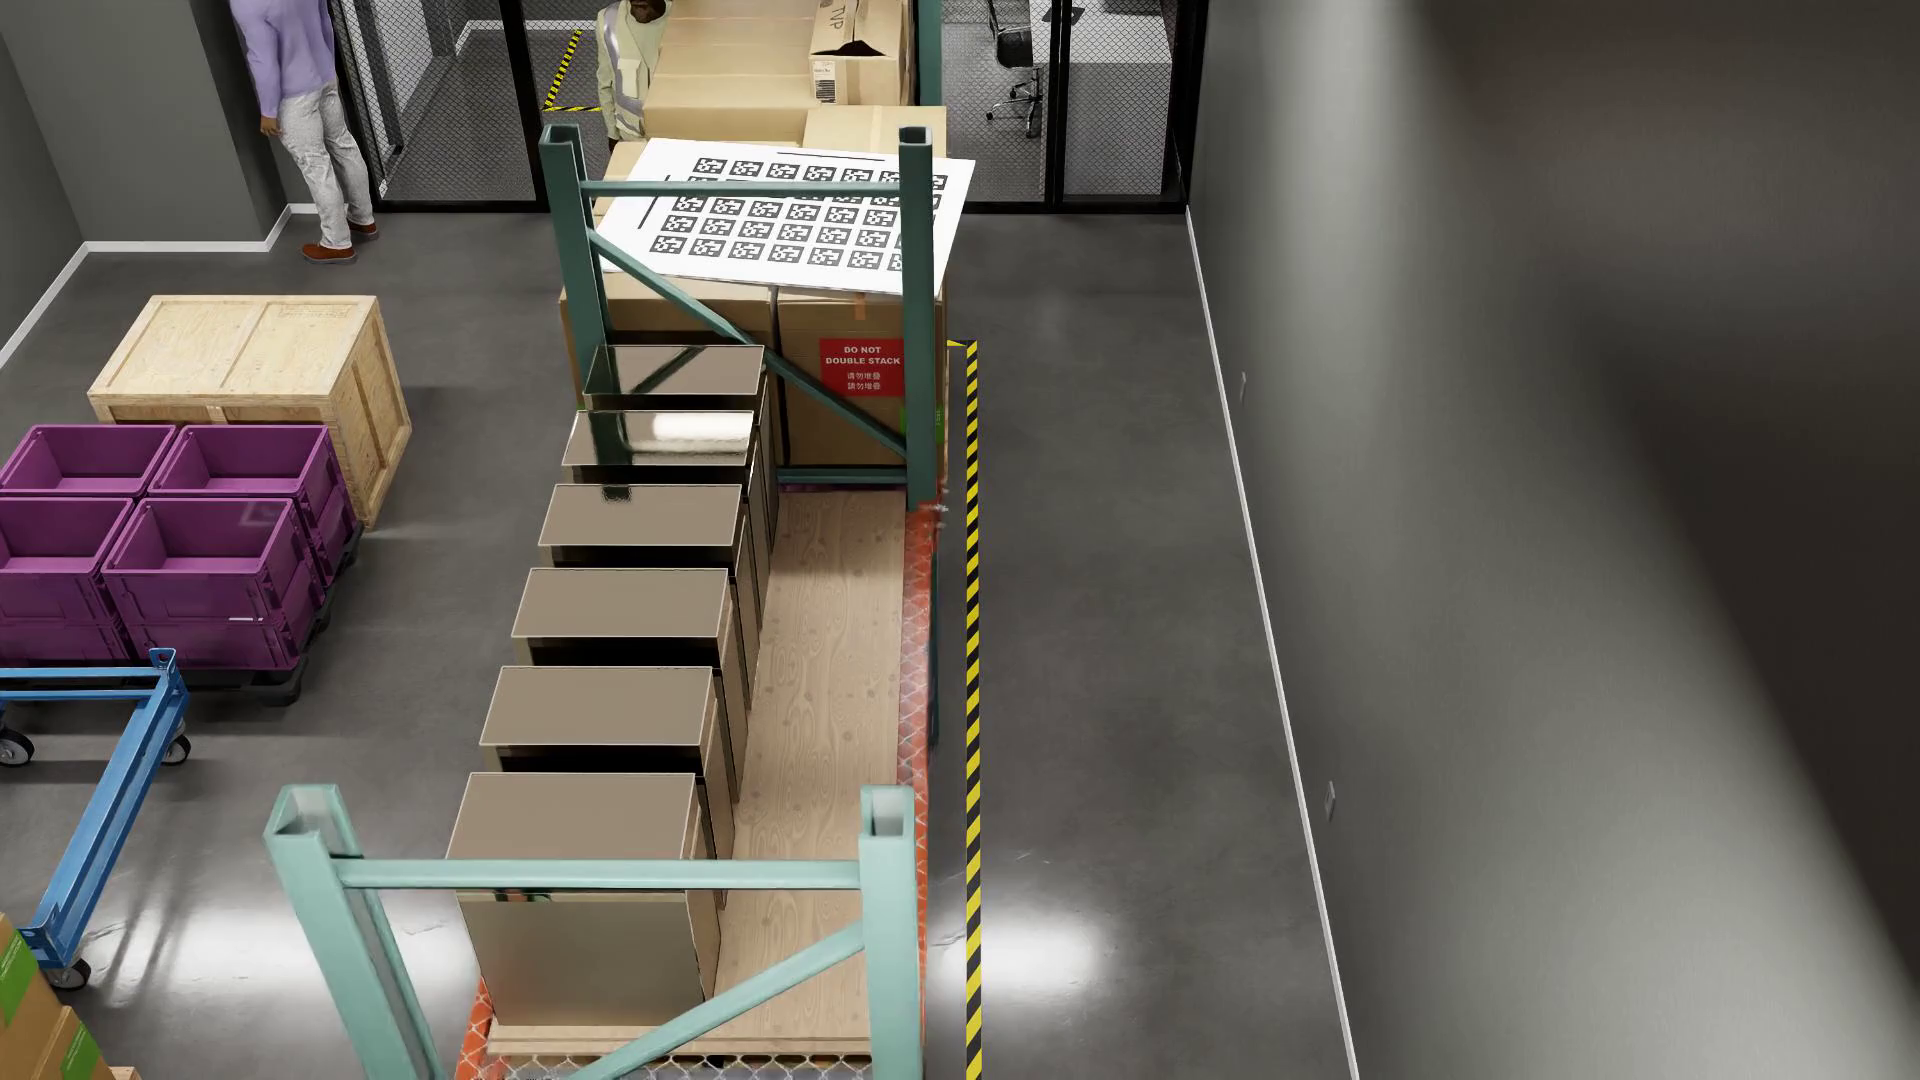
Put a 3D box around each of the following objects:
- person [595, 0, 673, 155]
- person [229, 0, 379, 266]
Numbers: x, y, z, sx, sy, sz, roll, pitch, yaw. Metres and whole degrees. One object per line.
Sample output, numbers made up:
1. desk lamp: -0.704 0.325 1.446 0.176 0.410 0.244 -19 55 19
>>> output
1. person: -1.501 -2.076 8.338 0.589 1.833 0.404 0 41 0
2. person: -3.401 -2.334 8.554 0.372 1.940 0.627 11 42 12
